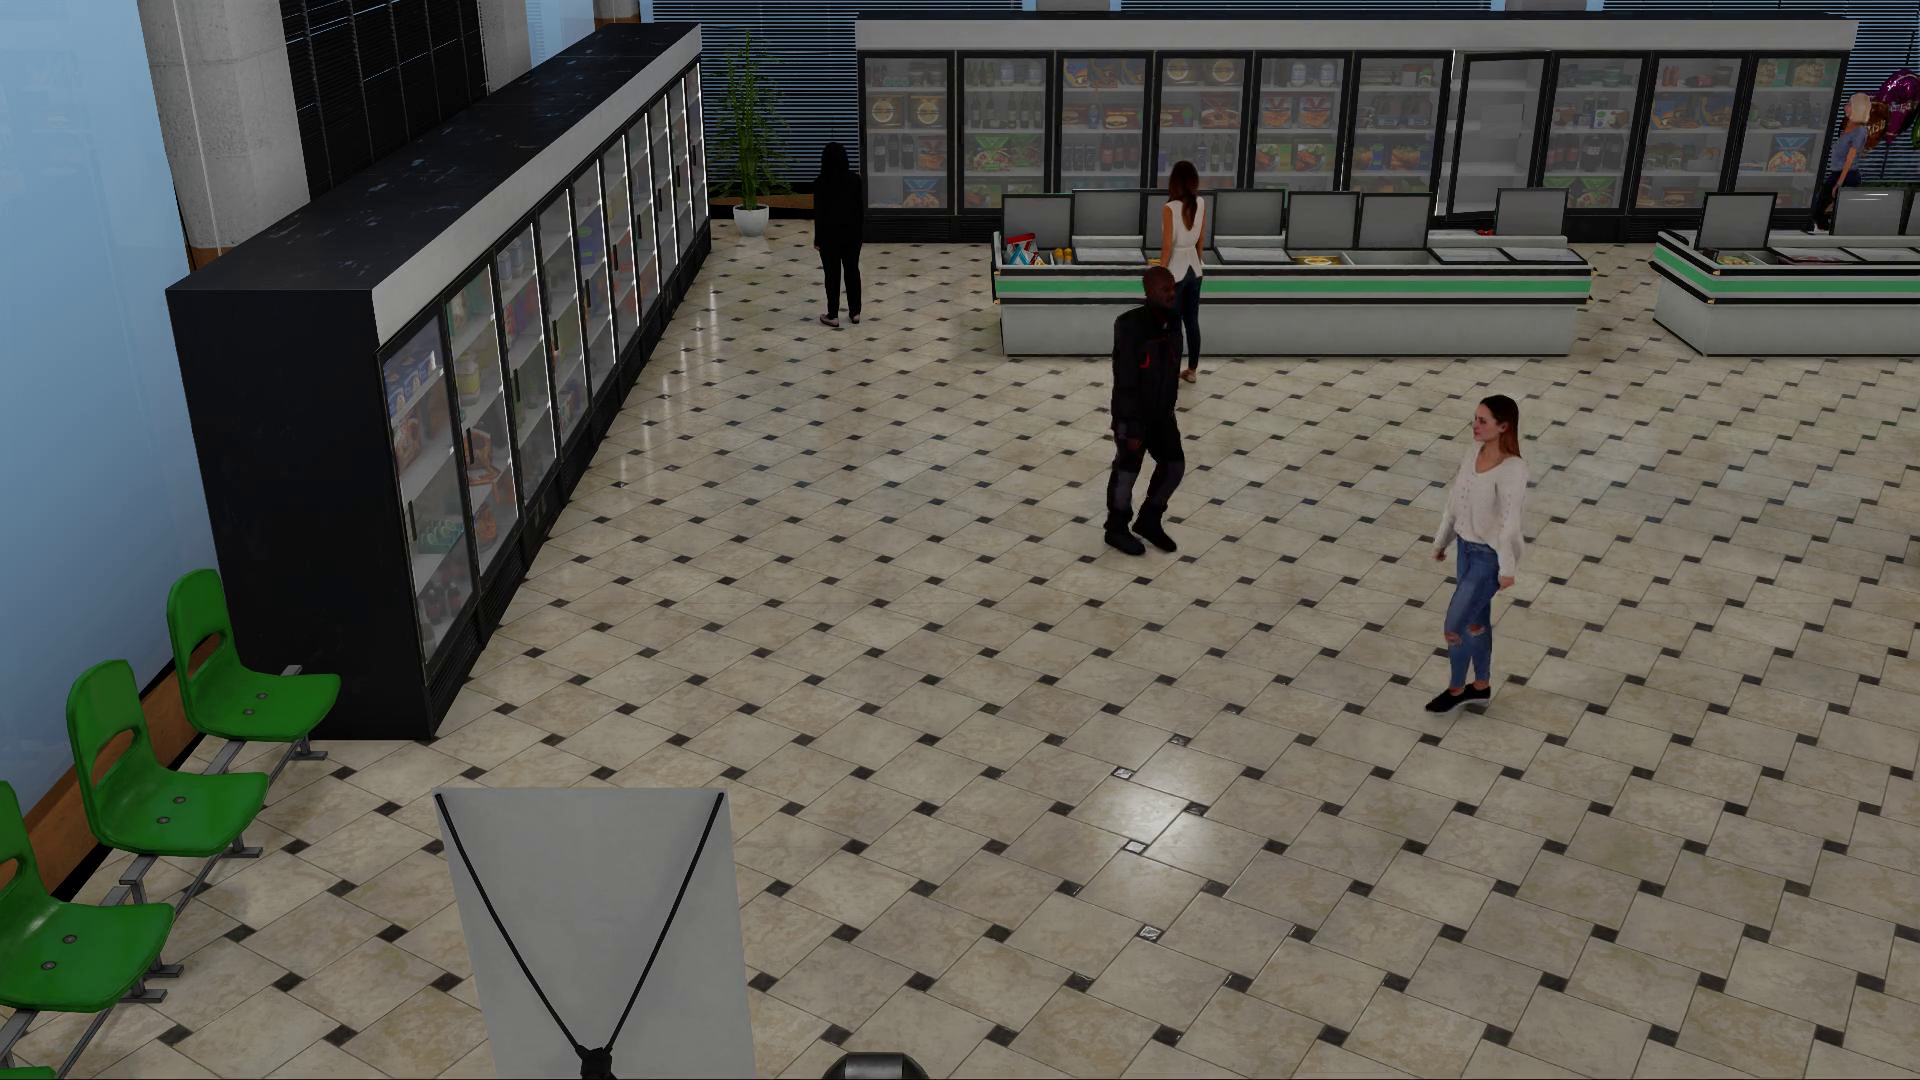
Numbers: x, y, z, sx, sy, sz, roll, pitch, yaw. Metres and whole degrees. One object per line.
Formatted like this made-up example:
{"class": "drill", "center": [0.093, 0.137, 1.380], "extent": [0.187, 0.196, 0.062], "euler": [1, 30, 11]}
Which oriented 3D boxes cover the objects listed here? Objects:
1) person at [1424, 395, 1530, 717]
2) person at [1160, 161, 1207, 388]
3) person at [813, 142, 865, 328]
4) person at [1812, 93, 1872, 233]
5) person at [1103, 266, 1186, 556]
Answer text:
{"class": "person", "center": [2.664, 0.089, 8.266], "extent": [0.735, 1.679, 0.721], "euler": [-6, 24, -13]}
{"class": "person", "center": [1.759, -2.090, 13.114], "extent": [0.629, 1.785, 0.726], "euler": [-15, 28, -30]}
{"class": "person", "center": [-1.069, -2.709, 14.738], "extent": [0.721, 1.617, 0.820], "euler": [-12, 27, -26]}
{"class": "person", "center": [8.918, -3.582, 16.616], "extent": [0.638, 1.712, 0.660], "euler": [5, 24, 11]}
{"class": "person", "center": [1.042, -0.806, 10.153], "extent": [0.853, 1.807, 0.935], "euler": [-16, 28, -32]}
